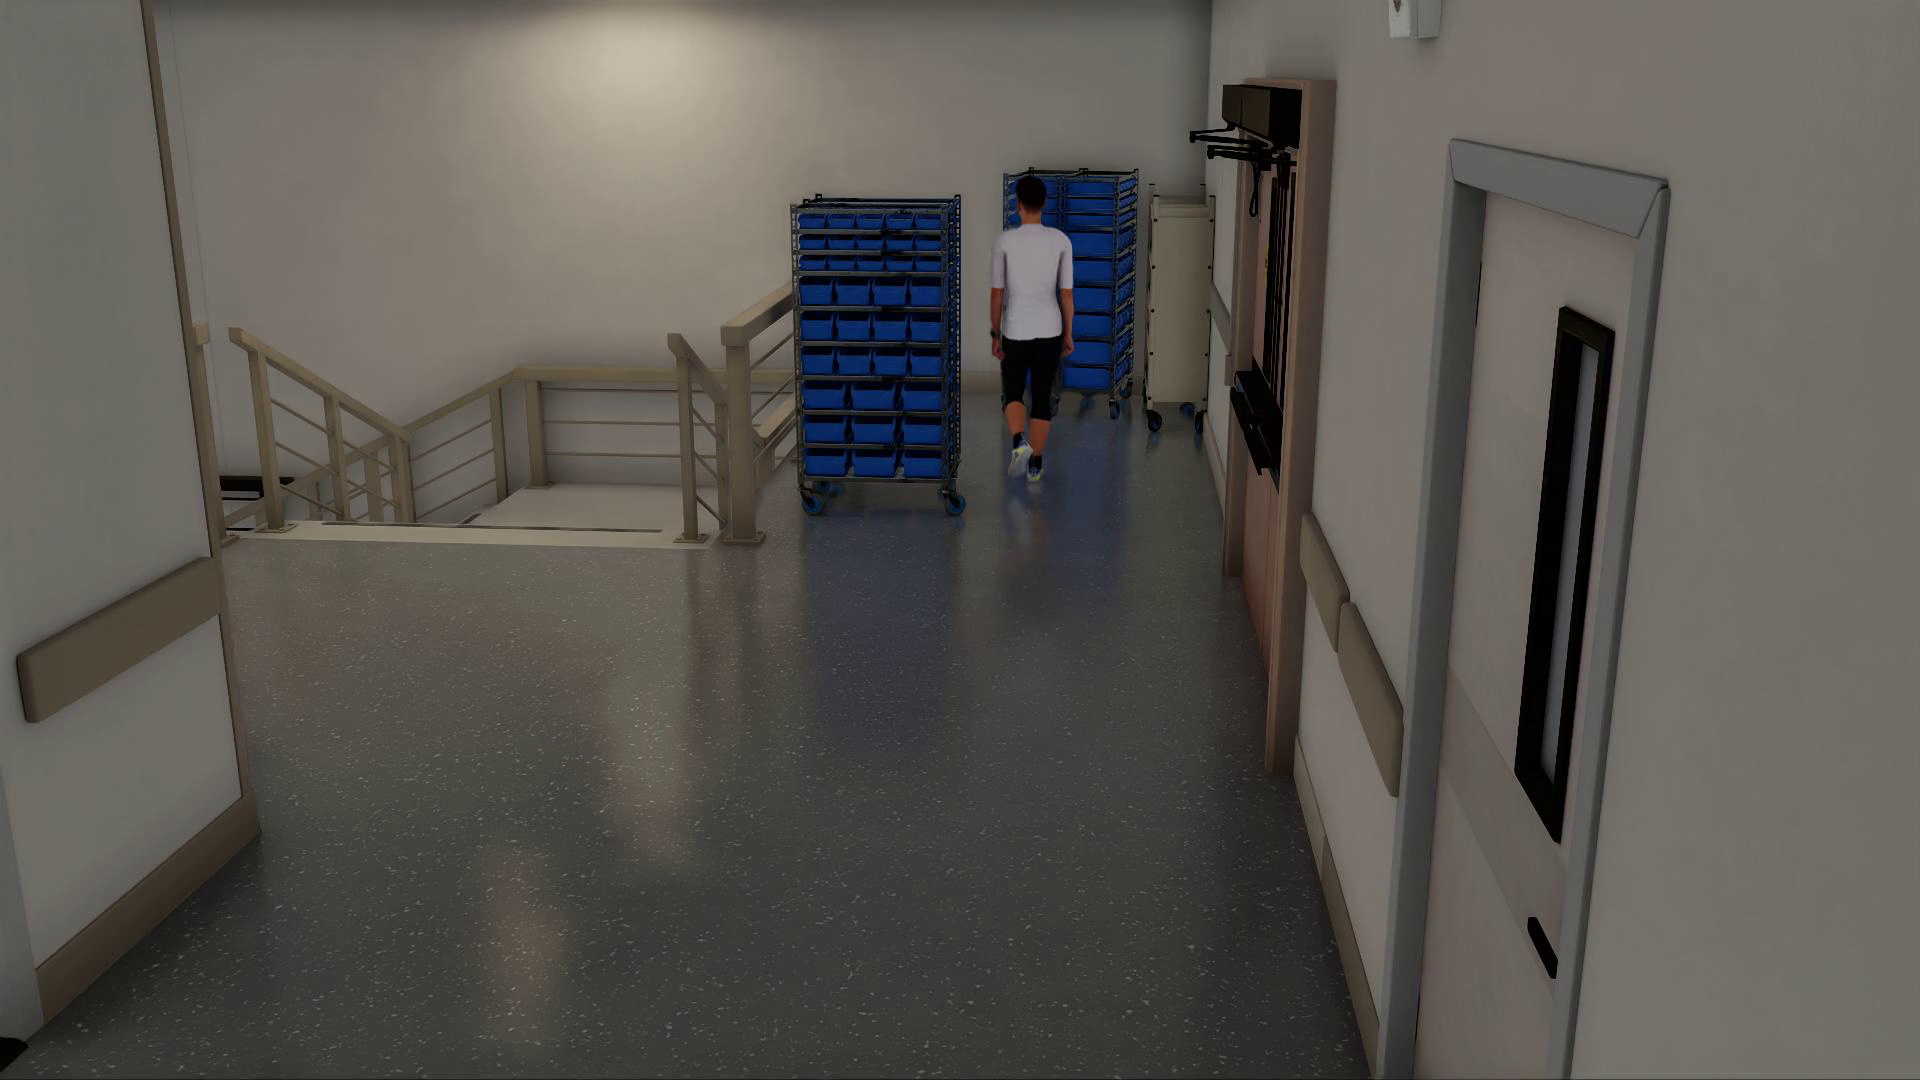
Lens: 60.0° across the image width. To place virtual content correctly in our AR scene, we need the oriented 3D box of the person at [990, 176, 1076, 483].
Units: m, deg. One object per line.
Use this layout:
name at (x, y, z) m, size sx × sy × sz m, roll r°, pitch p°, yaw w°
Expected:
person at (0.436, -1.223, 9.941) m, size 0.714 × 1.837 × 0.843 m, roll 0°, pitch 16°, yaw 0°
